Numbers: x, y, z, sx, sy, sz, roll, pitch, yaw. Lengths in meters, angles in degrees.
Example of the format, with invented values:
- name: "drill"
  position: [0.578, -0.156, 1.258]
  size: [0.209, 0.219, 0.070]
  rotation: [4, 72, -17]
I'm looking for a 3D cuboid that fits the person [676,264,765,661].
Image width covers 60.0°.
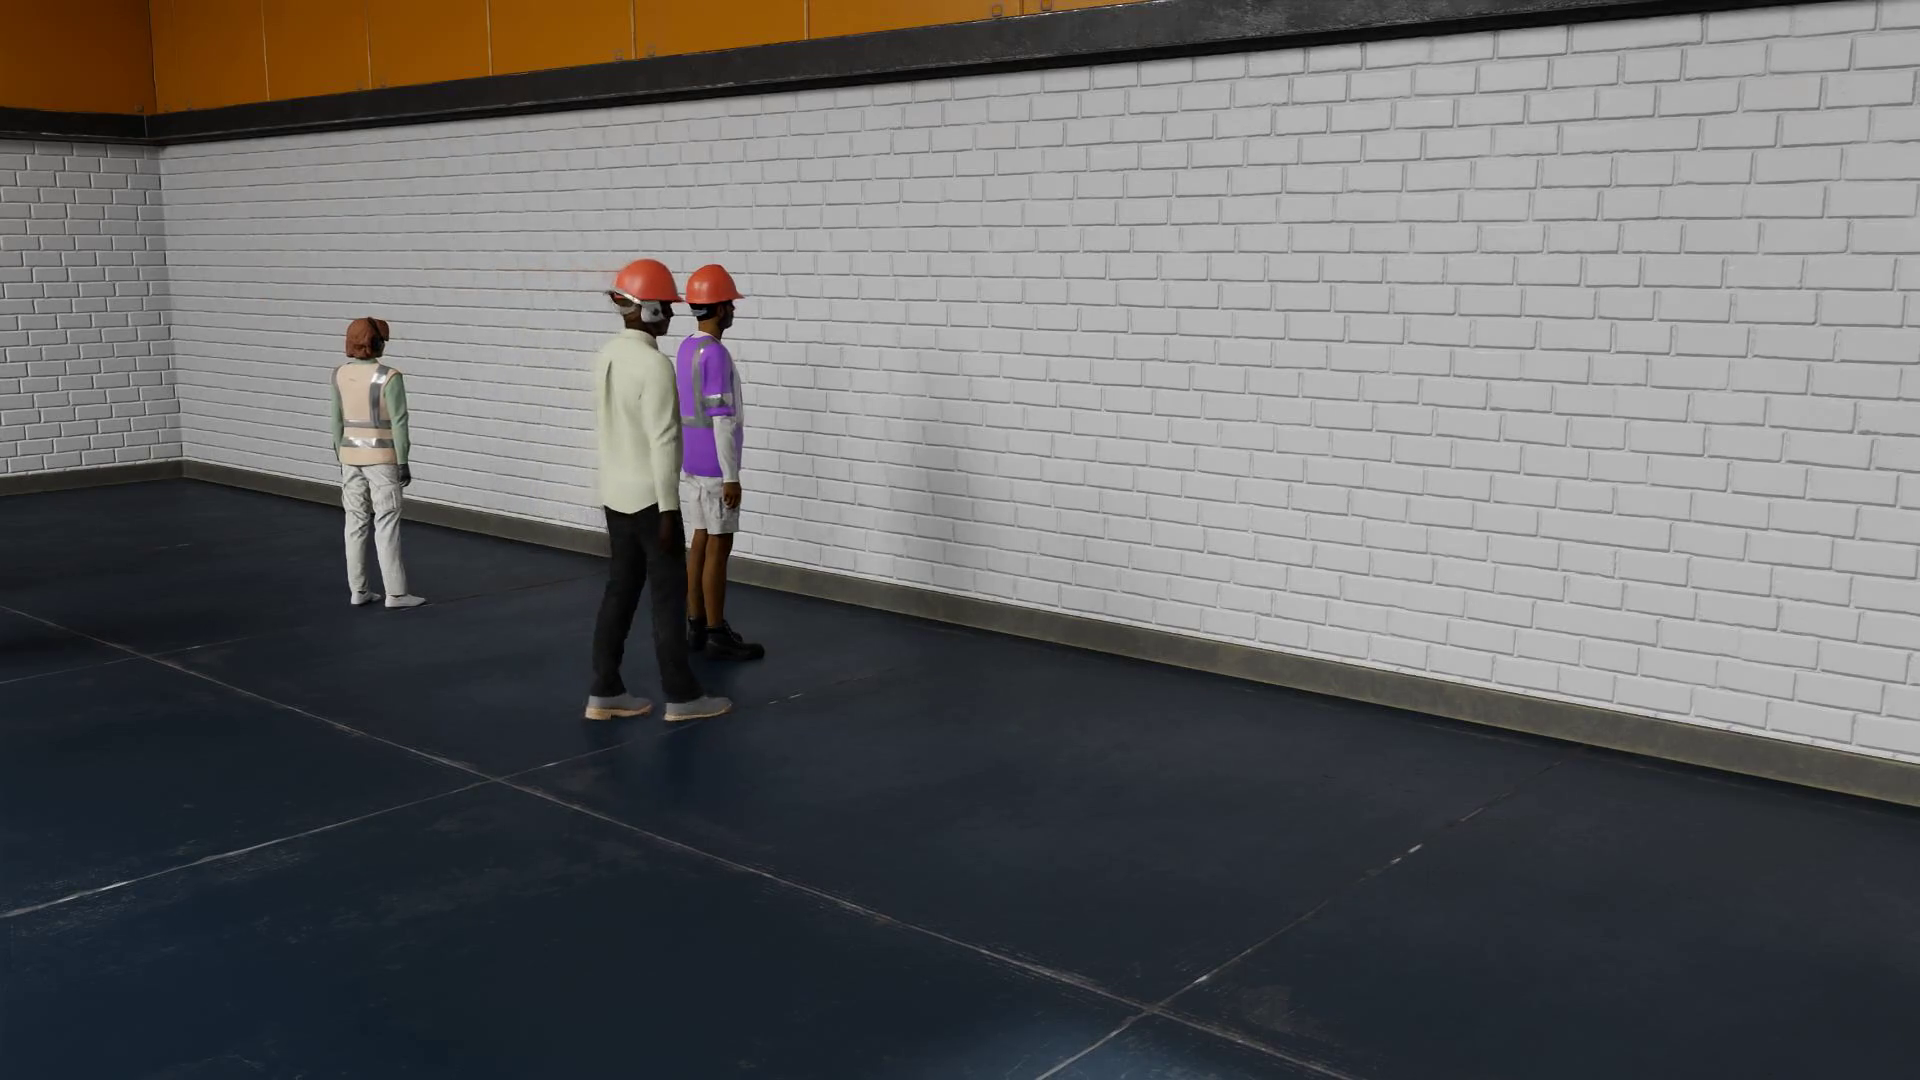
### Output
- name: "person"
  position: [-1.200, -0.375, 8.192]
  size: [0.342, 1.942, 0.552]
  rotation: [-5, 11, -27]

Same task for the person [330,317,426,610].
- name: "person"
  position: [-3.298, -0.425, 9.336]
  size: [0.514, 1.641, 0.315]
  rotation: [4, 11, 23]

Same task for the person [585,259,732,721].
- name: "person"
  position: [-1.339, -0.197, 7.086]
  size: [0.506, 1.992, 0.629]
  rotation: [-8, 13, -37]
